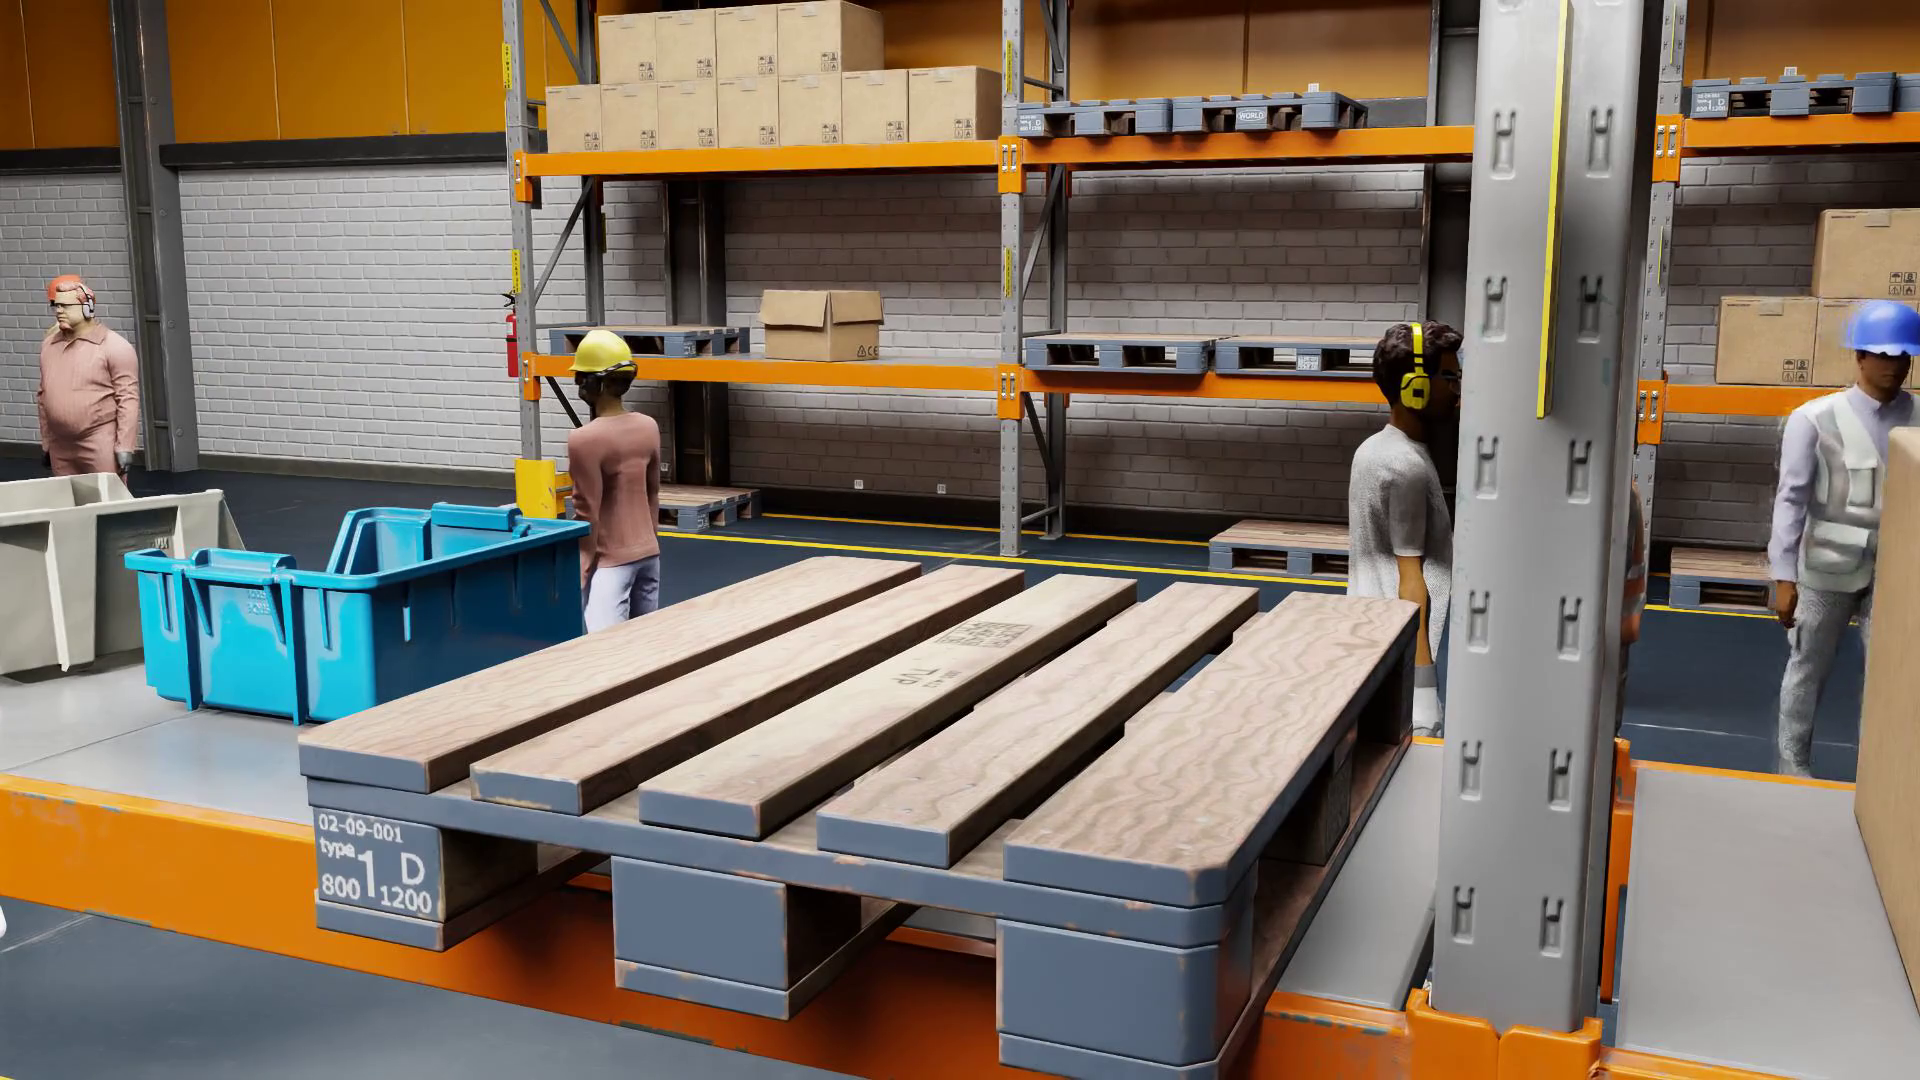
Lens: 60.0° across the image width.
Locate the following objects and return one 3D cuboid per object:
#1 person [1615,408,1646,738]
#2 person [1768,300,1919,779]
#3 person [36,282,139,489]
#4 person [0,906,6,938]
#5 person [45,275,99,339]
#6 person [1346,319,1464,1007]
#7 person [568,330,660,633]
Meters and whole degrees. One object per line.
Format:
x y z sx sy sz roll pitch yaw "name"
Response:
2.045 0.315 5.384 0.308 1.641 0.515 3 10 17 "person"
3.189 0.102 5.916 0.639 1.893 1.018 1 10 7 "person"
-5.196 -0.568 9.874 0.639 1.911 0.406 2 10 13 "person"
-3.068 0.400 4.890 0.508 1.632 0.271 -4 10 -22 "person"
-6.069 -0.847 11.459 0.361 1.935 0.552 -6 11 -31 "person"
1.216 0.340 4.545 0.328 1.872 0.513 0 9 1 "person"
-1.330 0.088 6.363 0.315 1.770 0.524 4 10 23 "person"
